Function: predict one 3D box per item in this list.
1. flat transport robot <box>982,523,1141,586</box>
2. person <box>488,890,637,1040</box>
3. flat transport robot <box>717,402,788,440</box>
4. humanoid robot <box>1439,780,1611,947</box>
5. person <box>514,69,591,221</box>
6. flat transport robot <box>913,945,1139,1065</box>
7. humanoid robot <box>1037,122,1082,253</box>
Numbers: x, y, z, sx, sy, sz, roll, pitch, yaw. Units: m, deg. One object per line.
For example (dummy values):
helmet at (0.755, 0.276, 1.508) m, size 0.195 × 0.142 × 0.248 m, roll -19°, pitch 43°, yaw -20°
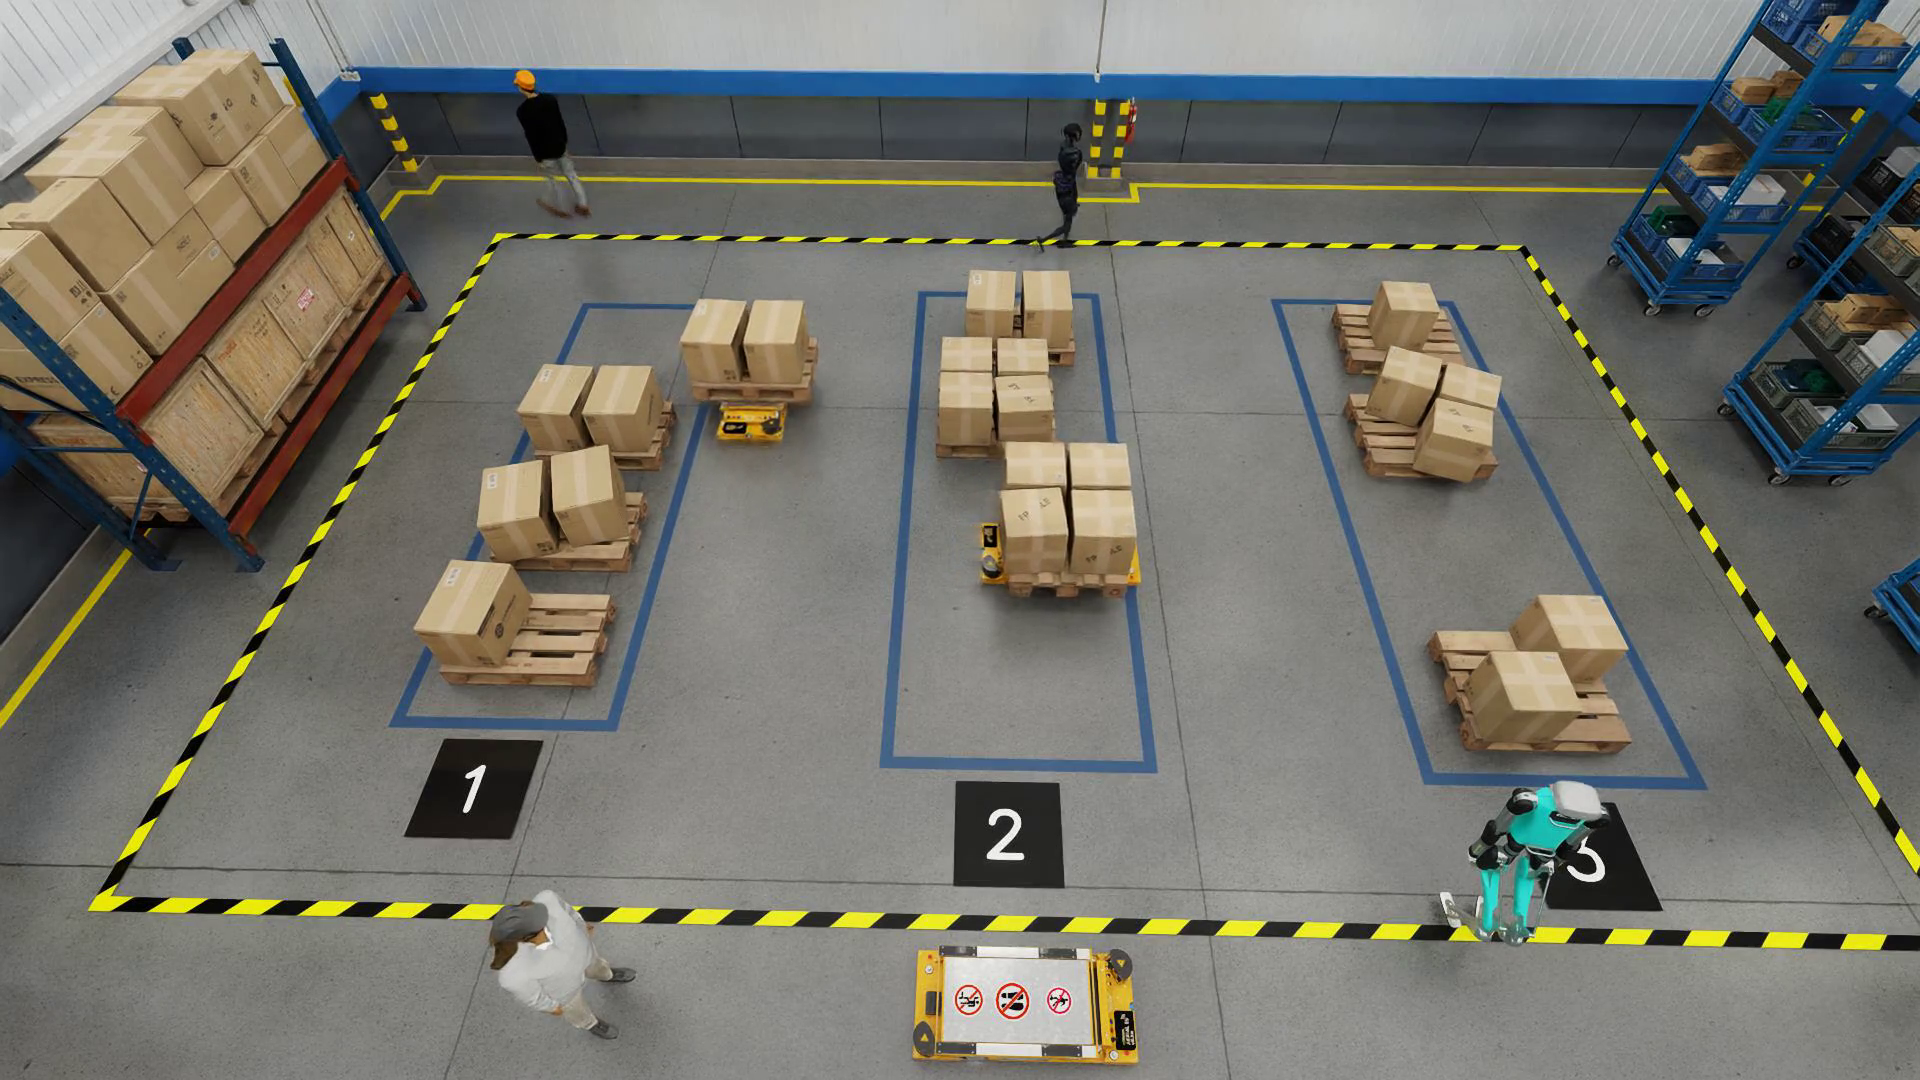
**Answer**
flat transport robot at (0.917, 0.094, 8.391) m, size 1.431 × 0.197 × 0.652 m, roll 1°, pitch 51°, yaw 1°
person at (-2.378, 2.529, 5.456) m, size 0.397 × 1.767 × 0.571 m, roll 5°, pitch 51°, yaw 4°
flat transport robot at (-2.147, -1.639, 9.804) m, size 0.652 × 0.197 × 1.431 m, roll 1°, pitch 51°, yaw 1°
humanoid robot at (3.491, 2.140, 5.708) m, size 0.533 × 1.675 × 0.735 m, roll 10°, pitch 51°, yaw 8°
person at (-5.114, -4.899, 11.439) m, size 0.380 × 1.882 × 0.590 m, roll 26°, pitch 55°, yaw 19°
flat transport robot at (0.422, 3.041, 6.007) m, size 1.431 × 0.231 × 0.659 m, roll 1°, pitch 51°, yaw 1°
humanoid robot at (1.214, -4.223, 11.028) m, size 0.572 × 1.643 × 0.600 m, roll -7°, pitch 51°, yaw -6°
